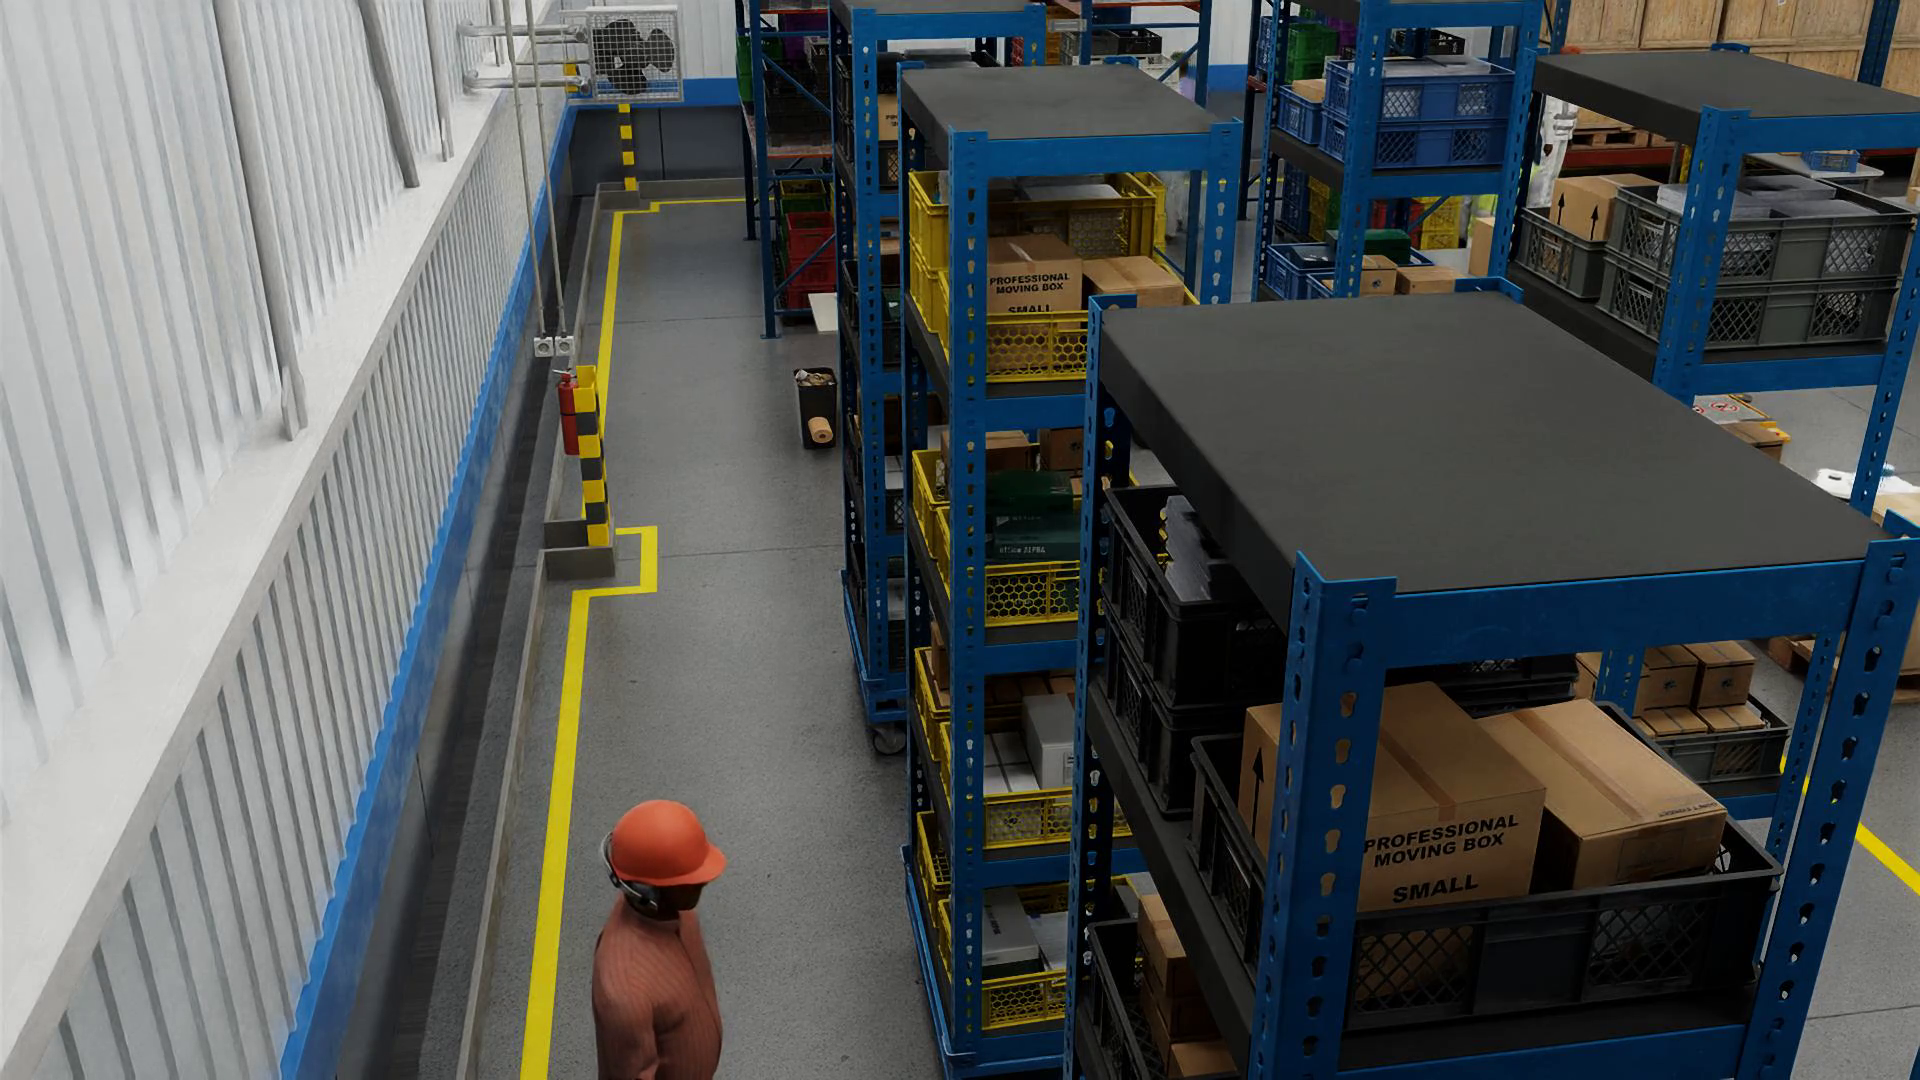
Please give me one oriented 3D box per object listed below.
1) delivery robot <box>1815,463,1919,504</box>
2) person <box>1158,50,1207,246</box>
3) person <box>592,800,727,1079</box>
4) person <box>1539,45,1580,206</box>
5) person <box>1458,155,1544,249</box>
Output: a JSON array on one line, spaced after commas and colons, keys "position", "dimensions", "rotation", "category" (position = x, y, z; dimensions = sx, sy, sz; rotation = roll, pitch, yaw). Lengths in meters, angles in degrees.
[{"position": [5.696, -0.237, 10.336], "dimensions": [0.707, 0.478, 0.477], "rotation": [16, 29, 31], "category": "delivery robot"}, {"position": [2.204, -4.023, 17.062], "dimensions": [0.659, 1.907, 0.605], "rotation": [-12, 27, -25], "category": "person"}, {"position": [-0.823, 1.595, 4.770], "dimensions": [0.417, 1.985, 0.618], "rotation": [1, 25, 2], "category": "person"}, {"position": [6.344, -4.278, 17.649], "dimensions": [0.355, 1.885, 0.576], "rotation": [20, 31, 36], "category": "person"}, {"position": [4.481, -2.543, 13.930], "dimensions": [0.635, 1.840, 0.429], "rotation": [15, 29, 30], "category": "person"}]
